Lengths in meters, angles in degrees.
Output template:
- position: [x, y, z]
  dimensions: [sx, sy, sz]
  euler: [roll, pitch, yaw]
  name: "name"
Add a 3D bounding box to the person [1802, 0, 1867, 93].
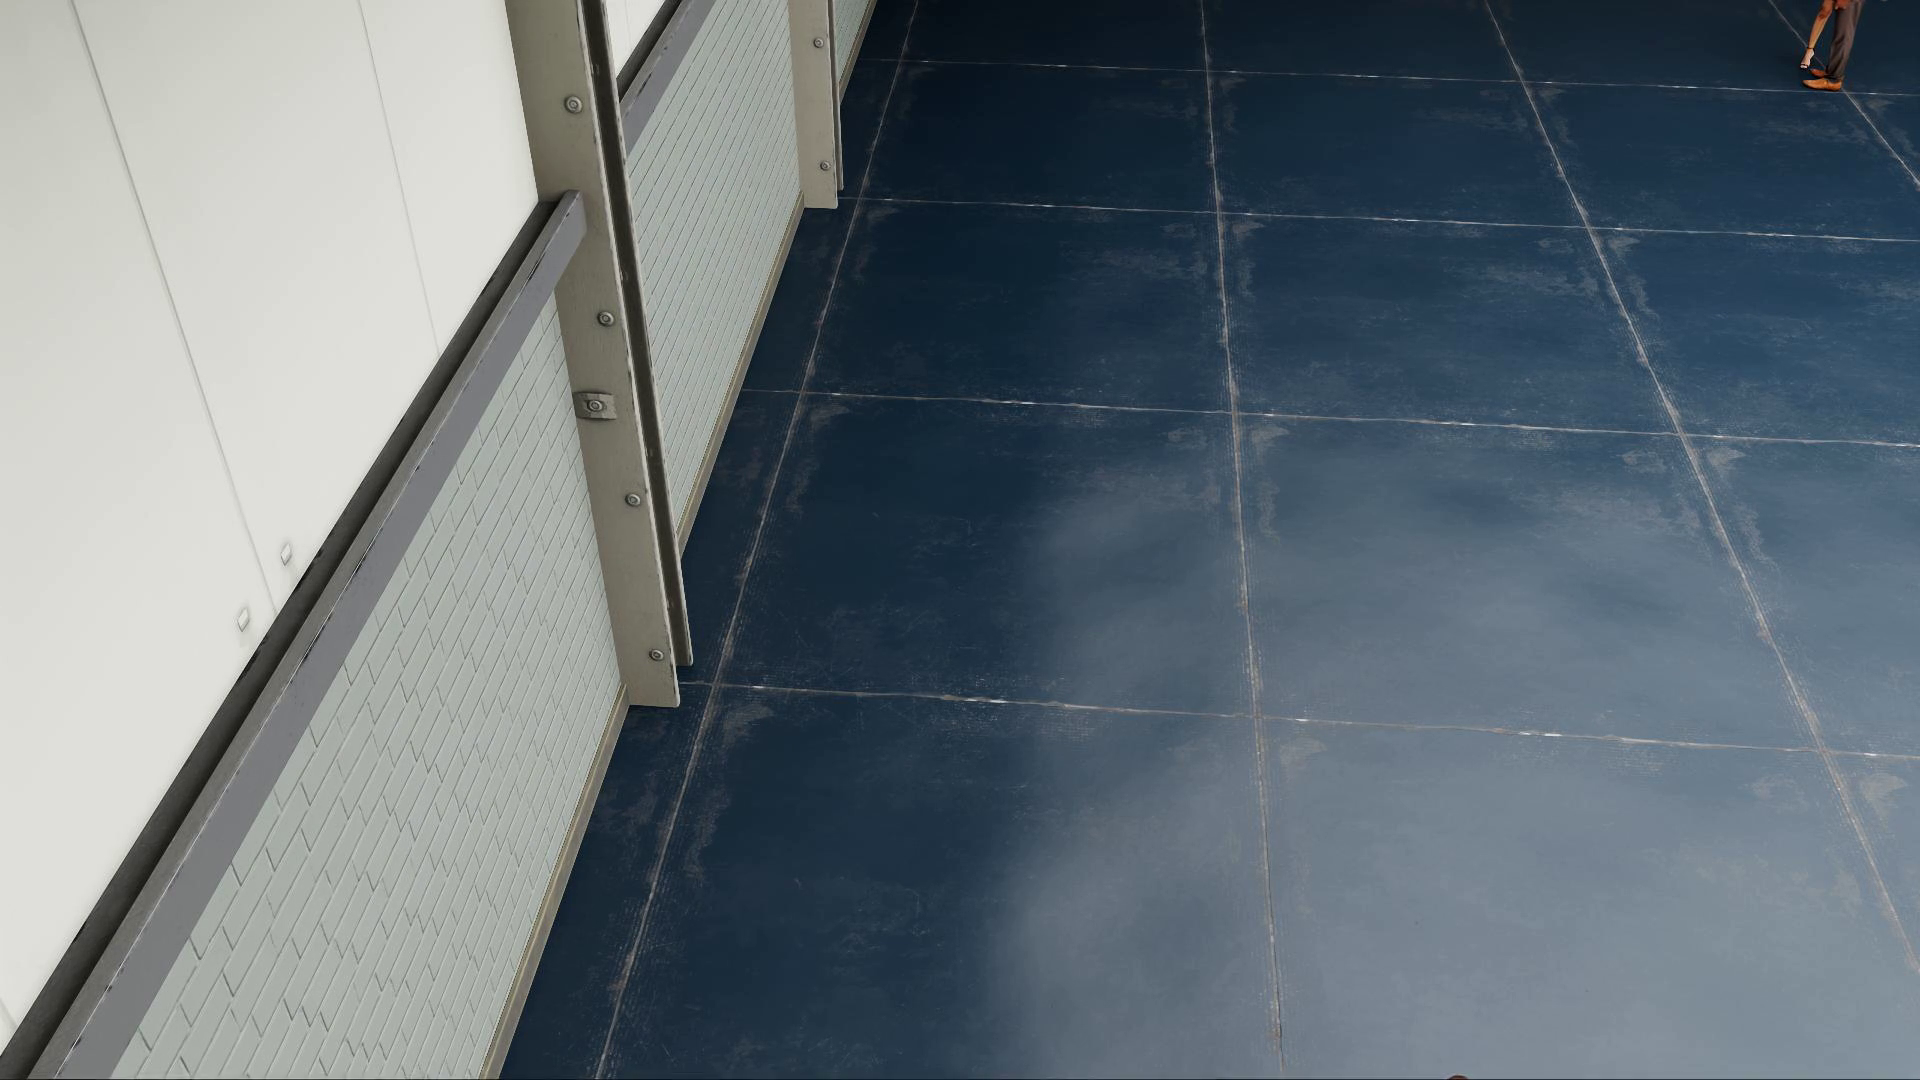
- position: [8.253, -5.096, 15.281]
  dimensions: [0.847, 1.907, 0.720]
  euler: [22, 43, 25]
  name: "person"
